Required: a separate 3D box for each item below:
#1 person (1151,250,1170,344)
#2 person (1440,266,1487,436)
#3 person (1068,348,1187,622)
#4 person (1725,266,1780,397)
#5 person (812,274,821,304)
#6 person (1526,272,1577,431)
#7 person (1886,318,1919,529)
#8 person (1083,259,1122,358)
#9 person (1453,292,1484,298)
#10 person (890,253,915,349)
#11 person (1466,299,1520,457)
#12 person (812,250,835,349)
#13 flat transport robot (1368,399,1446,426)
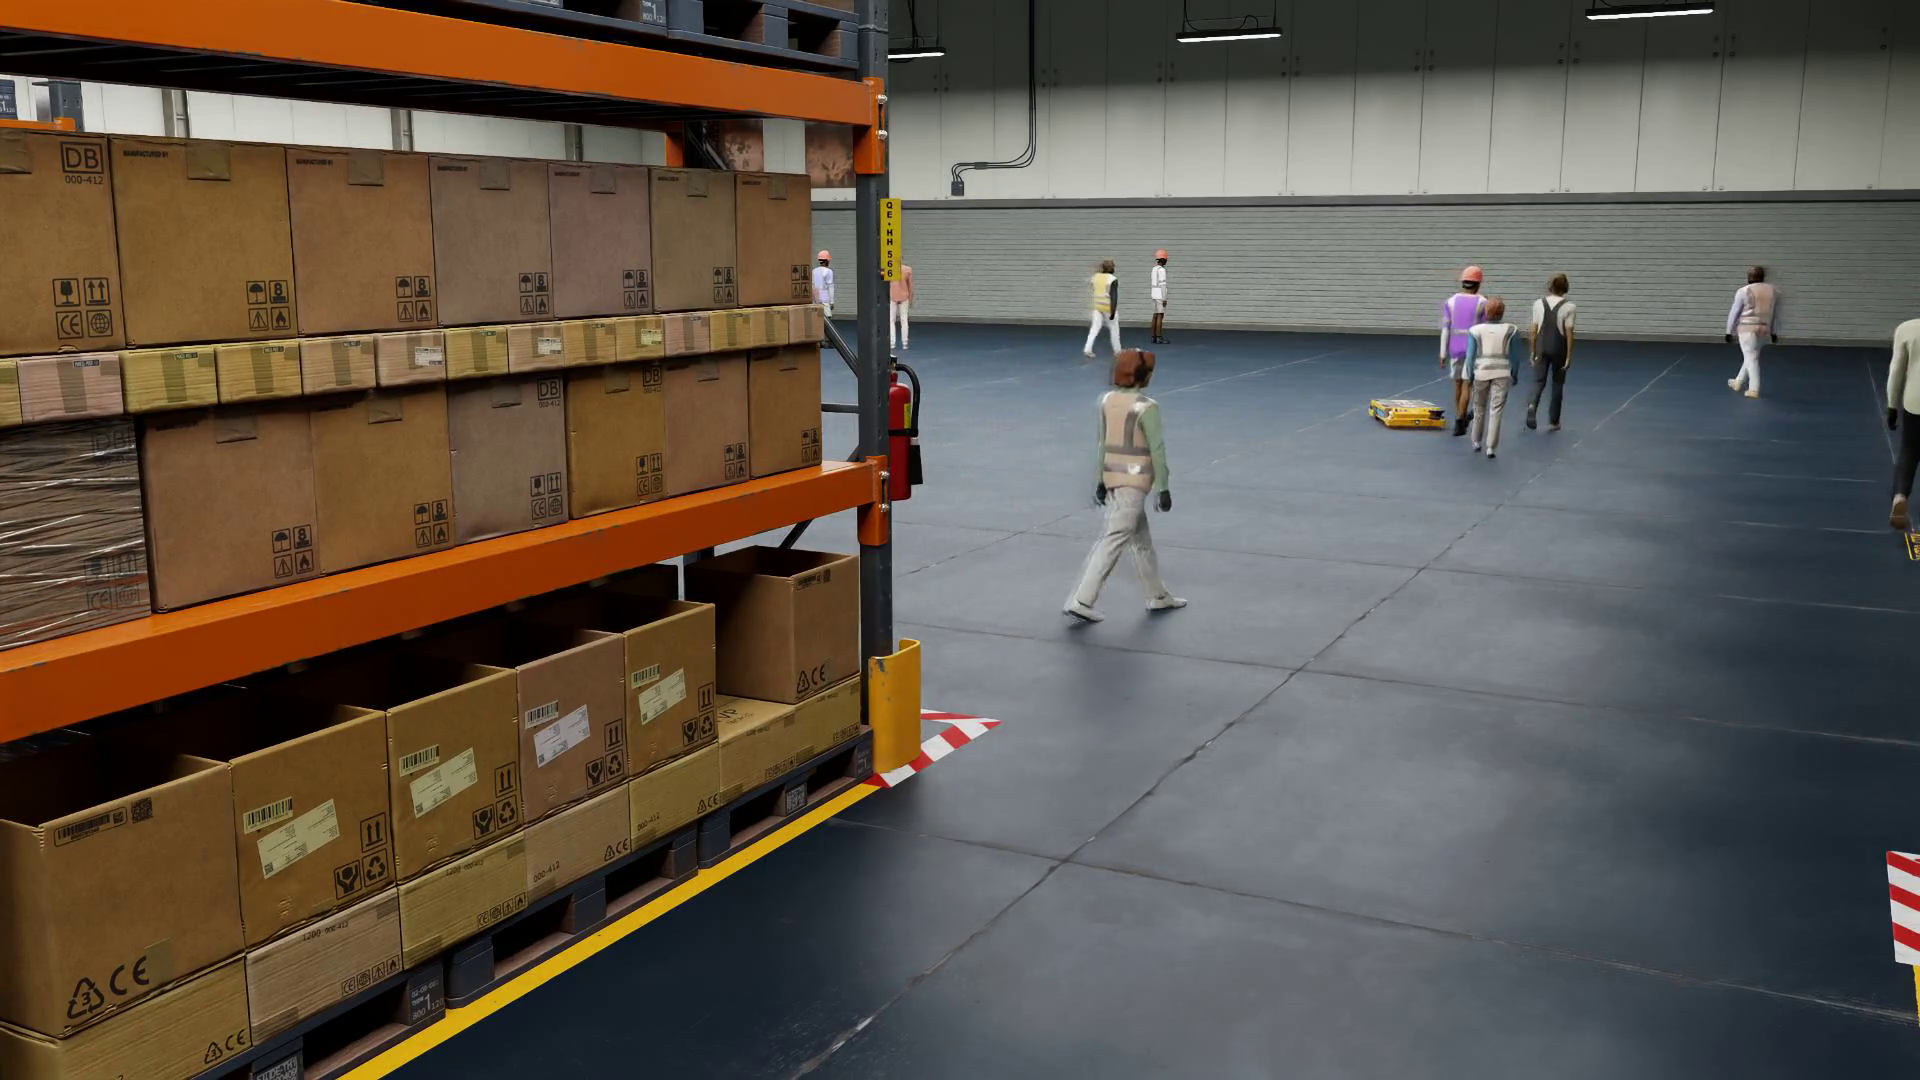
[{"bbox_3d":[4.153,-5.032,34.451,0.351,1.942,0.547,-3,11,-16],"label":"person"},{"bbox_3d":[5.798,-2.153,18.914,0.560,1.878,1.017,7,13,35],"label":"person"},{"bbox_3d":[0.983,-0.319,9.708,0.870,1.594,0.534,-5,12,-26],"label":"person"},{"bbox_3d":[11.057,-2.931,23.373,0.659,1.798,0.919,-2,11,-11],"label":"person"},{"bbox_3d":[-2.532,-3.631,27.336,0.543,1.750,0.397,2,11,13],"label":"person"},{"bbox_3d":[6.724,-2.130,18.953,0.525,1.831,0.723,8,13,36],"label":"person"},{"bbox_3d":[7.236,-1.000,12.366,0.628,1.981,0.564,8,13,38],"label":"person"},{"bbox_3d":[2.657,-4.253,30.583,0.617,1.809,0.932,10,14,44],"label":"person"},{"bbox_3d":[7.825,-3.251,25.616,0.505,1.618,0.705,7,12,33],"label":"person"},{"bbox_3d":[-1.203,-4.756,32.847,0.722,1.983,0.487,-3,11,-15],"label":"person"},{"bbox_3d":[5.454,-1.665,17.053,0.518,1.592,0.867,4,11,20],"label":"person"},{"bbox_3d":[-2.699,-4.757,32.962,0.547,1.938,0.377,8,13,37],"label":"person"},{"bbox_3d":[5.355,-1.540,19.969,0.652,0.197,1.431,1,10,4],"label":"flat transport robot"}]
